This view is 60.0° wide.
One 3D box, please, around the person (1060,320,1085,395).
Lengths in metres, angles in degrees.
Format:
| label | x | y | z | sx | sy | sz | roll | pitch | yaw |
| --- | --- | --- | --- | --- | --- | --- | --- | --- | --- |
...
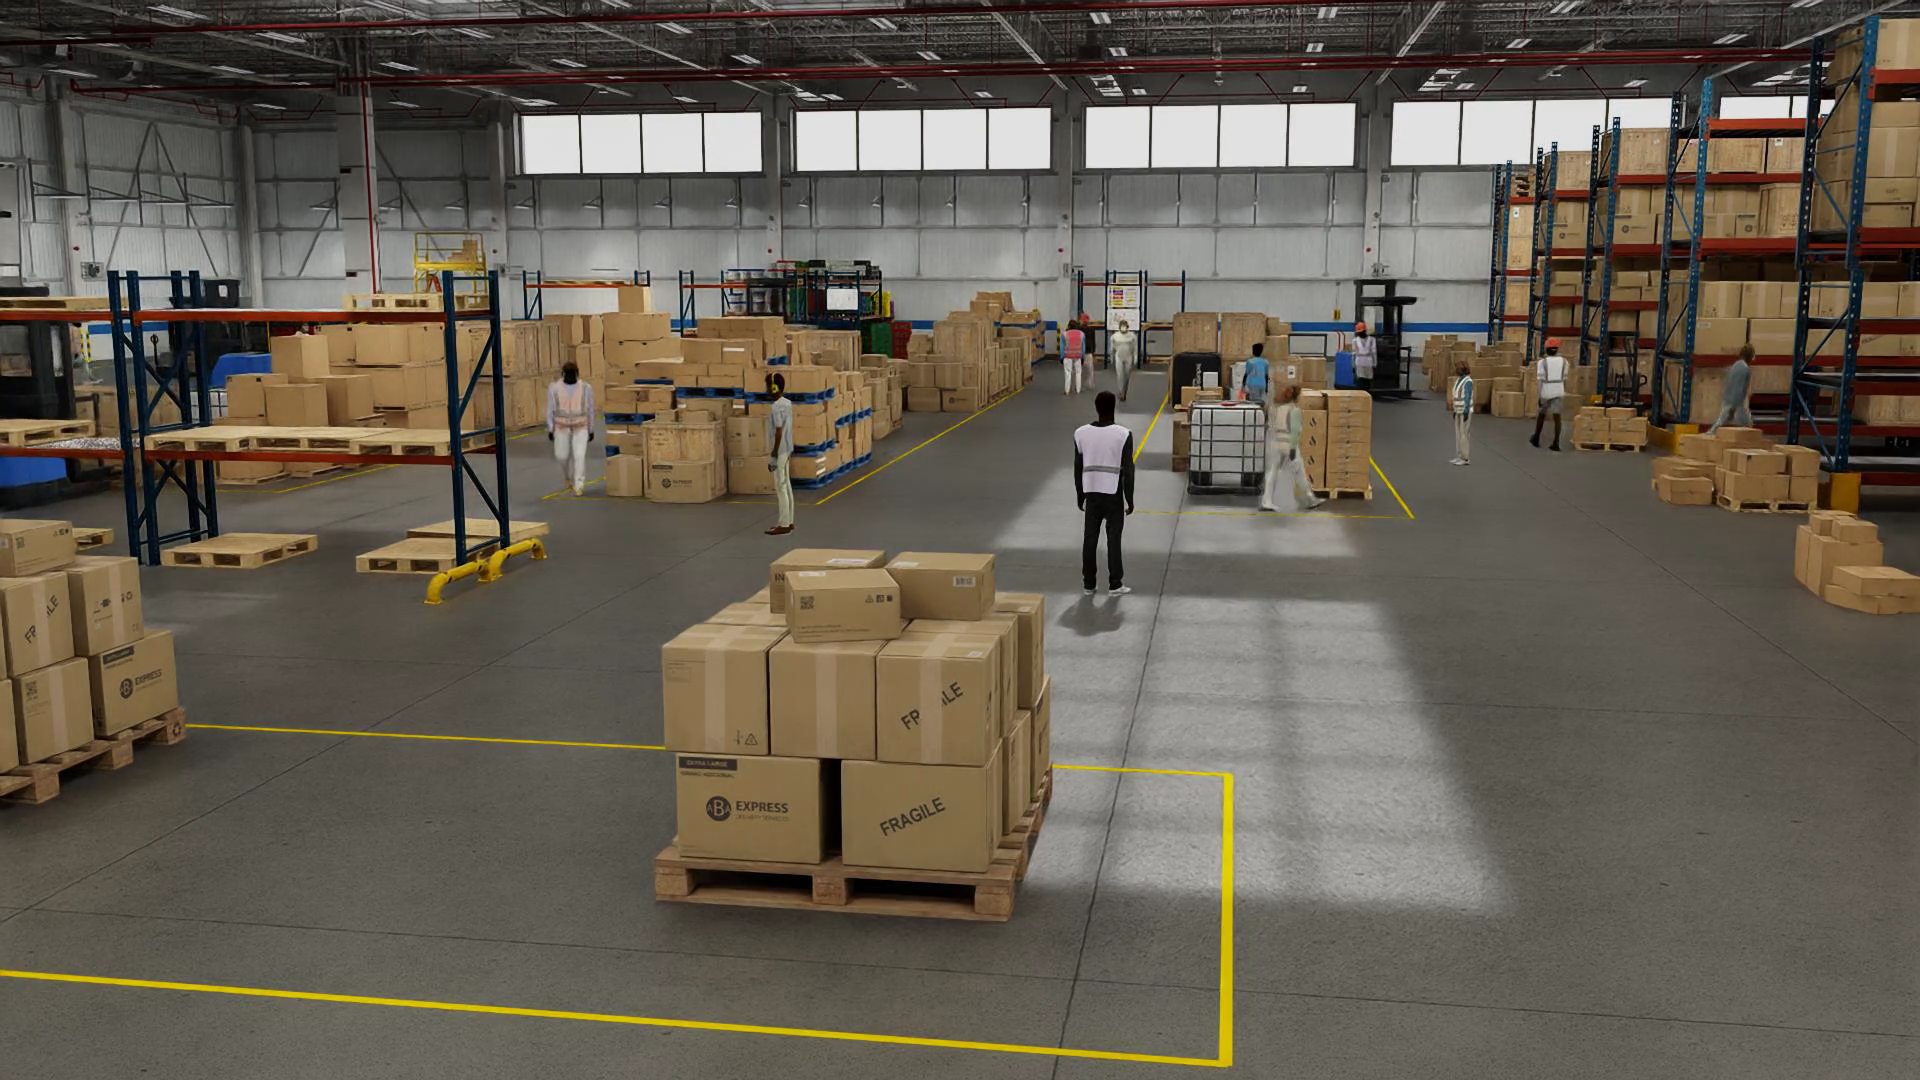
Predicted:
| label | x | y | z | sx | sy | sz | roll | pitch | yaw |
| --- | --- | --- | --- | --- | --- | --- | --- | --- | --- |
| person | 2.734 | -4.442 | 40.510 | 0.629 | 1.843 | 0.429 | -2 | 9 | -13 |

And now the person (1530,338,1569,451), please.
| label | x | y | z | sx | sy | sz | roll | pitch | yaw |
| --- | --- | --- | --- | --- | --- | --- | --- | --- | --- |
| person | 10.024 | -2.478 | 28.256 | 0.558 | 1.885 | 0.970 | 0 | 9 | 3 |

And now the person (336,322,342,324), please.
| label | x | y | z | sx | sy | sz | roll | pitch | yaw |
| --- | --- | --- | --- | --- | --- | --- | --- | --- | --- |
| person | -18.708 | -5.893 | 49.974 | 0.530 | 1.664 | 0.539 | 1 | 9 | 4 |

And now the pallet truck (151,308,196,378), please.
| label | x | y | z | sx | sy | sz | roll | pitch | yaw |
| --- | --- | --- | --- | --- | --- | --- | --- | --- | --- |
| pallet truck | -21.869 | -5.598 | 47.154 | 0.823 | 1.965 | 1.885 | 4 | 10 | 26 |

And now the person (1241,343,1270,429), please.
| label | x | y | z | sx | sy | sz | roll | pitch | yaw |
| --- | --- | --- | --- | --- | --- | --- | --- | --- | --- |
| person | 5.715 | -2.947 | 31.875 | 0.524 | 1.653 | 0.891 | -6 | 11 | -32 |

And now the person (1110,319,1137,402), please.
| label | x | y | z | sx | sy | sz | roll | pitch | yaw |
| --- | --- | --- | --- | --- | --- | --- | --- | --- | --- |
| person | 3.795 | -4.176 | 38.664 | 0.637 | 1.913 | 0.847 | 0 | 9 | -1 |

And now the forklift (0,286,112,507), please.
| label | x | y | z | sx | sy | sz | roll | pitch | yaw |
| --- | --- | --- | --- | --- | --- | --- | --- | --- | --- |
| forklift | -12.308 | -1.914 | 21.717 | 1.129 | 2.768 | 1.873 | 1 | 9 | 9 |

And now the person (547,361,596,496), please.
| label | x | y | z | sx | sy | sz | roll | pitch | yaw |
| --- | --- | --- | --- | --- | --- | --- | --- | --- | --- |
| person | -5.232 | -1.502 | 22.416 | 0.638 | 1.824 | 0.486 | -2 | 9 | -11 |

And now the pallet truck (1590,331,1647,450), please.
| label | x | y | z | sx | sy | sz | roll | pitch | yaw |
| --- | --- | --- | --- | --- | --- | --- | --- | --- | --- |
| pallet truck | 11.253 | -2.573 | 28.499 | 0.823 | 1.965 | 1.885 | 5 | 10 | 27 |

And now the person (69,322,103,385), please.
| label | x | y | z | sx | sy | sz | roll | pitch | yaw |
| --- | --- | --- | --- | --- | --- | --- | --- | --- | --- |
| person | -23.262 | -5.006 | 43.876 | 0.603 | 1.872 | 0.986 | 9 | 13 | 44 |

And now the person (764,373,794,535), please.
| label | x | y | z | sx | sy | sz | roll | pitch | yaw |
| --- | --- | --- | --- | --- | --- | --- | --- | --- | --- |
| person | -2.086 | -0.986 | 19.123 | 0.329 | 1.865 | 0.514 | 2 | 9 | 9 |

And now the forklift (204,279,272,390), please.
| label | x | y | z | sx | sy | sz | roll | pitch | yaw |
| --- | --- | --- | --- | --- | --- | --- | --- | --- | --- |
| forklift | -17.026 | -4.653 | 38.612 | 1.873 | 2.768 | 1.129 | 2 | 9 | 11 |

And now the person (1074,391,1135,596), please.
| label | x | y | z | sx | sy | sz | roll | pitch | yaw |
| --- | --- | --- | --- | --- | --- | --- | --- | --- | --- |
| person | 1.345 | -0.429 | 15.512 | 0.591 | 1.922 | 0.390 | 4 | 10 | 26 |

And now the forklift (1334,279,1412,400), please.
| label | x | y | z | sx | sy | sz | roll | pitch | yaw |
| --- | --- | --- | --- | --- | --- | --- | --- | --- | --- |
| forklift | 9.736 | -4.753 | 39.226 | 1.129 | 2.768 | 1.873 | -2 | 9 | -14 |

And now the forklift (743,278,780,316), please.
| label | x | y | z | sx | sy | sz | roll | pitch | yaw |
| --- | --- | --- | --- | --- | --- | --- | --- | --- | --- |
| forklift | -5.268 | -5.570 | 44.268 | 1.129 | 2.768 | 1.873 | -5 | 11 | -30 |

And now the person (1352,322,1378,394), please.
| label | x | y | z | sx | sy | sz | roll | pitch | yaw |
| --- | --- | --- | --- | --- | --- | --- | --- | --- | --- |
| person | 9.102 | -3.962 | 37.389 | 0.602 | 1.890 | 0.689 | 3 | 10 | 17 |

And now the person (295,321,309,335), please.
| label | x | y | z | sx | sy | sz | roll | pitch | yaw |
| --- | --- | --- | --- | --- | --- | --- | --- | --- | --- |
| person | -14.758 | -3.988 | 37.415 | 0.359 | 1.936 | 0.632 | 0 | 9 | 2 |

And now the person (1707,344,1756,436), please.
| label | x | y | z | sx | sy | sz | roll | pitch | yaw |
| --- | --- | --- | --- | --- | --- | --- | --- | --- | --- |
| person | 12.246 | -2.157 | 26.322 | 1.074 | 1.880 | 0.638 | 2 | 9 | 13 |

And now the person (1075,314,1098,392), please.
| label | x | y | z | sx | sy | sz | roll | pitch | yaw |
| --- | --- | --- | --- | --- | --- | --- | --- | --- | --- |
| person | 3.122 | -4.643 | 41.422 | 0.676 | 1.943 | 0.975 | -3 | 10 | -18 |

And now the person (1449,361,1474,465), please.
| label | x | y | z | sx | sy | sz | roll | pitch | yaw |
| --- | --- | --- | --- | --- | --- | --- | --- | --- | --- |
| person | 7.855 | -1.986 | 26.002 | 0.320 | 1.630 | 0.528 | -1 | 9 | -4 |

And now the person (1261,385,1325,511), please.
| label | x | y | z | sx | sy | sz | roll | pitch | yaw |
| --- | --- | --- | --- | --- | --- | --- | --- | --- | --- |
| person | 4.189 | -1.159 | 20.992 | 0.878 | 1.587 | 0.538 | -3 | 10 | -19 |
